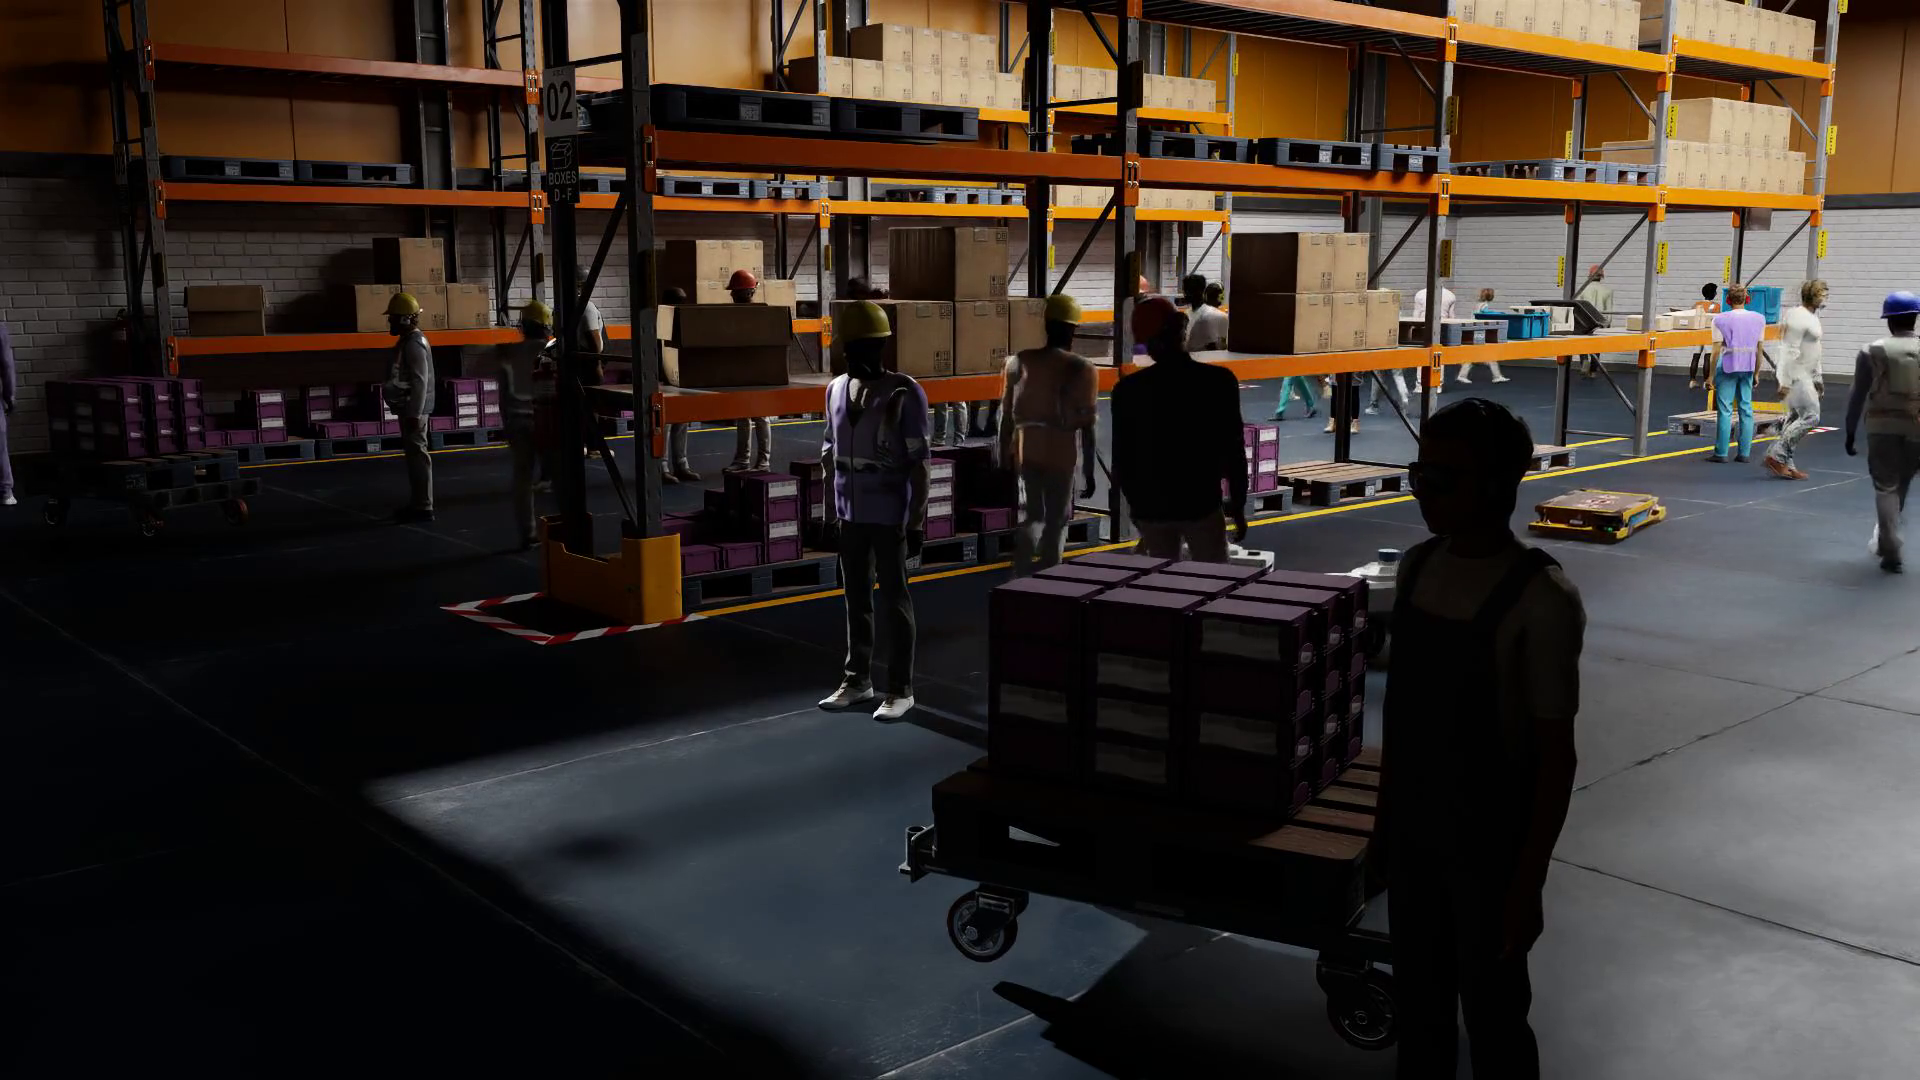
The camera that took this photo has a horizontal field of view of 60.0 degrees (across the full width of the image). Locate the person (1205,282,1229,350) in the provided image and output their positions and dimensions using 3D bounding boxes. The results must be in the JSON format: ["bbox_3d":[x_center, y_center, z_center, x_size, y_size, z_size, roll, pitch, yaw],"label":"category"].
[{"bbox_3d":[2.805,-1.999,18.846,0.531,1.845,0.834,8,12,39],"label":"person"}]

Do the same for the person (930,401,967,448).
[{"bbox_3d":[-0.131,-1.866,17.763,0.629,1.940,0.379,8,13,39],"label":"person"}]

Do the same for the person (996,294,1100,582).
[{"bbox_3d":[0.524,-0.469,9.696,0.621,1.903,0.504,6,11,29],"label":"person"}]

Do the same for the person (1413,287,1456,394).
[{"bbox_3d":[7.320,-3.207,25.757,0.652,1.896,0.402,0,10,1],"label":"person"}]

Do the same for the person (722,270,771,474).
[{"bbox_3d":[-2.053,-1.605,16.081,0.612,1.991,0.391,9,13,41],"label":"person"}]

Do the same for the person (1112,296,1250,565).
[{"bbox_3d":[1.033,-0.163,7.802,0.652,1.941,0.401,4,10,20],"label":"person"}]

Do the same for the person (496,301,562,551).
[{"bbox_3d":[-3.082,-0.858,12.283,0.625,1.785,0.902,1,10,5],"label":"person"}]

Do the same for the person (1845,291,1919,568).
[{"bbox_3d":[6.467,-0.763,11.473,0.612,1.895,0.980,2,10,11],"label":"person"}]

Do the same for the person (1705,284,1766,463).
[{"bbox_3d":[7.948,-1.696,17.063,0.564,1.838,0.391,-1,10,-5],"label":"person"}]

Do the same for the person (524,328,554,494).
[{"bbox_3d":[-3.756,-1.231,14.970,0.288,1.626,0.497,-9,13,-43],"label":"person"}]

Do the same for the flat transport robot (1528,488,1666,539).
[{"bbox_3d":[4.993,-0.217,12.987,0.652,0.197,1.431,7,12,36],"label":"flat transport robot"}]

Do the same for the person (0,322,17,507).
[{"bbox_3d":[-8.318,-1.208,14.005,0.652,1.906,0.402,-6,11,-32],"label":"person"}]

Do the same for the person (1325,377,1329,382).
[{"bbox_3d":[6.328,-3.598,28.109,0.535,1.868,0.309,-9,14,-44],"label":"person"}]

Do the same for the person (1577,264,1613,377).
[{"bbox_3d":[11.052,-3.810,29.021,0.640,1.978,0.661,3,10,16],"label":"person"}]

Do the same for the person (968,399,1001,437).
[{"bbox_3d":[0.375,-2.141,19.432,0.604,1.912,0.569,-1,10,-7],"label":"person"}]

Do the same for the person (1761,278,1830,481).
[{"bbox_3d":[7.915,-1.496,15.644,0.432,1.921,0.650,6,11,32],"label":"person"}]

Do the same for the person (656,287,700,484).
[{"bbox_3d":[-2.675,-1.451,15.628,0.430,1.840,0.625,6,11,31],"label":"person"}]

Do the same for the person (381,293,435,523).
[{"bbox_3d":[-4.414,-1.056,13.330,0.404,1.831,0.600,-4,11,-23],"label":"person"}]

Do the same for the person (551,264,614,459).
[{"bbox_3d":[-3.960,-1.885,17.576,0.681,2.000,0.538,8,13,40],"label":"person"}]

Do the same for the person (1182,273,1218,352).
[{"bbox_3d":[2.532,-1.848,17.646,0.436,1.969,0.629,-3,10,-17],"label":"person"}]

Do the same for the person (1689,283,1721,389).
[{"bbox_3d":[11.930,-3.258,26.617,0.317,1.695,0.540,-5,11,-26],"label":"person"}]

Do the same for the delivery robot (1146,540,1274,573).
[{"bbox_3d":[1.444,0.162,9.647,0.707,0.478,0.477,4,10,21],"label":"delivery robot"}]

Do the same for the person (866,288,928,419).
[{"bbox_3d":[-0.572,-1.091,13.454,0.649,1.862,0.971,9,13,43],"label":"person"}]

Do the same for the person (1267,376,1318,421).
[{"bbox_3d":[4.366,-2.410,21.610,0.939,1.715,0.533,-6,11,-30],"label":"person"}]

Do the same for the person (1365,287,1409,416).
[{"bbox_3d":[5.710,-2.502,22.124,0.499,1.711,0.777,-3,10,-16],"label":"person"}]

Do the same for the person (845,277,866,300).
[{"bbox_3d":[-1.058,-1.904,18.089,0.554,1.903,0.597,-4,10,-21],"label":"person"}]

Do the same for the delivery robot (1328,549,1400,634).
[{"bbox_3d":[2.283,0.291,8.894,0.707,0.478,0.477,-1,10,-9],"label":"delivery robot"}]

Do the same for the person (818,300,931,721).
[{"bbox_3d":[-0.415,-0.132,7.645,0.594,1.924,0.381,7,12,36],"label":"person"}]

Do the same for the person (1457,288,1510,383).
[{"bbox_3d":[8.773,-3.412,27.842,0.875,1.593,0.515,2,10,13],"label":"person"}]

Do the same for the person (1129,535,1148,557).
[{"bbox_3d":[1.452,-0.640,11.583,0.882,1.592,0.529,-7,12,-35],"label":"person"}]

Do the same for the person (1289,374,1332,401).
[{"bbox_3d":[5.188,-3.040,24.517,1.062,1.990,0.628,-3,10,-19],"label":"person"}]

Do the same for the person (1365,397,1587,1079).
[{"bbox_3d":[1.027,0.628,3.437,0.345,1.846,0.506,-5,11,-25],"label":"person"}]

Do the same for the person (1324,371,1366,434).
[{"bbox_3d":[4.618,-2.109,19.881,0.538,1.698,0.320,6,11,29],"label":"person"}]

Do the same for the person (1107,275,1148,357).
[{"bbox_3d":[1.999,-2.117,19.317,0.578,1.910,0.450,6,11,32],"label":"person"}]
